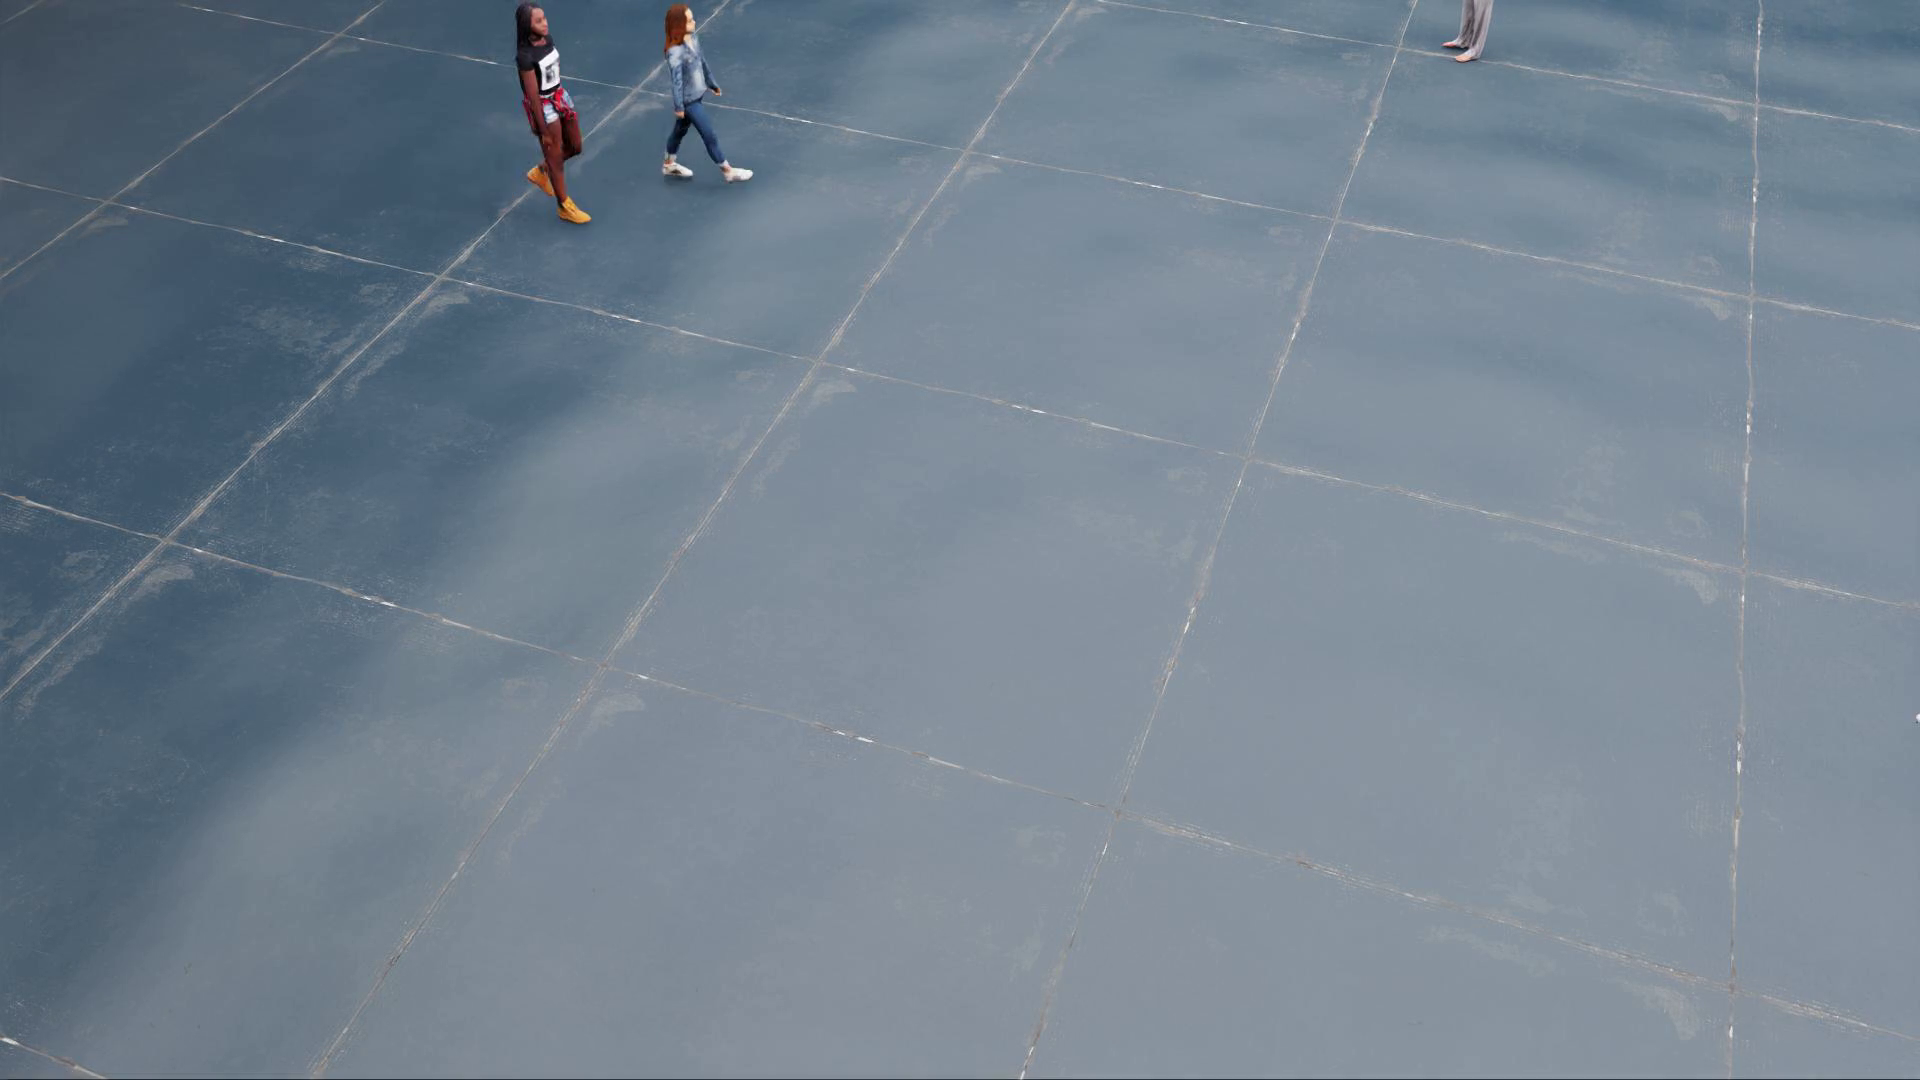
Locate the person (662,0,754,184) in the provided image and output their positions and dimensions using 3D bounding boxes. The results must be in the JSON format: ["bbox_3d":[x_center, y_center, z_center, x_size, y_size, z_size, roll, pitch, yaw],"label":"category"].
[{"bbox_3d":[-2.115,-3.361,12.614,1.023,1.443,0.722,5,43,5],"label":"person"}]

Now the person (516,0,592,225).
[{"bbox_3d":[-3.073,-3.100,12.136,0.794,1.712,0.607,12,44,12],"label":"person"}]

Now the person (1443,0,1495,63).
[{"bbox_3d":[4.465,-4.941,14.063,0.690,1.774,0.676,-7,43,-7],"label":"person"}]
